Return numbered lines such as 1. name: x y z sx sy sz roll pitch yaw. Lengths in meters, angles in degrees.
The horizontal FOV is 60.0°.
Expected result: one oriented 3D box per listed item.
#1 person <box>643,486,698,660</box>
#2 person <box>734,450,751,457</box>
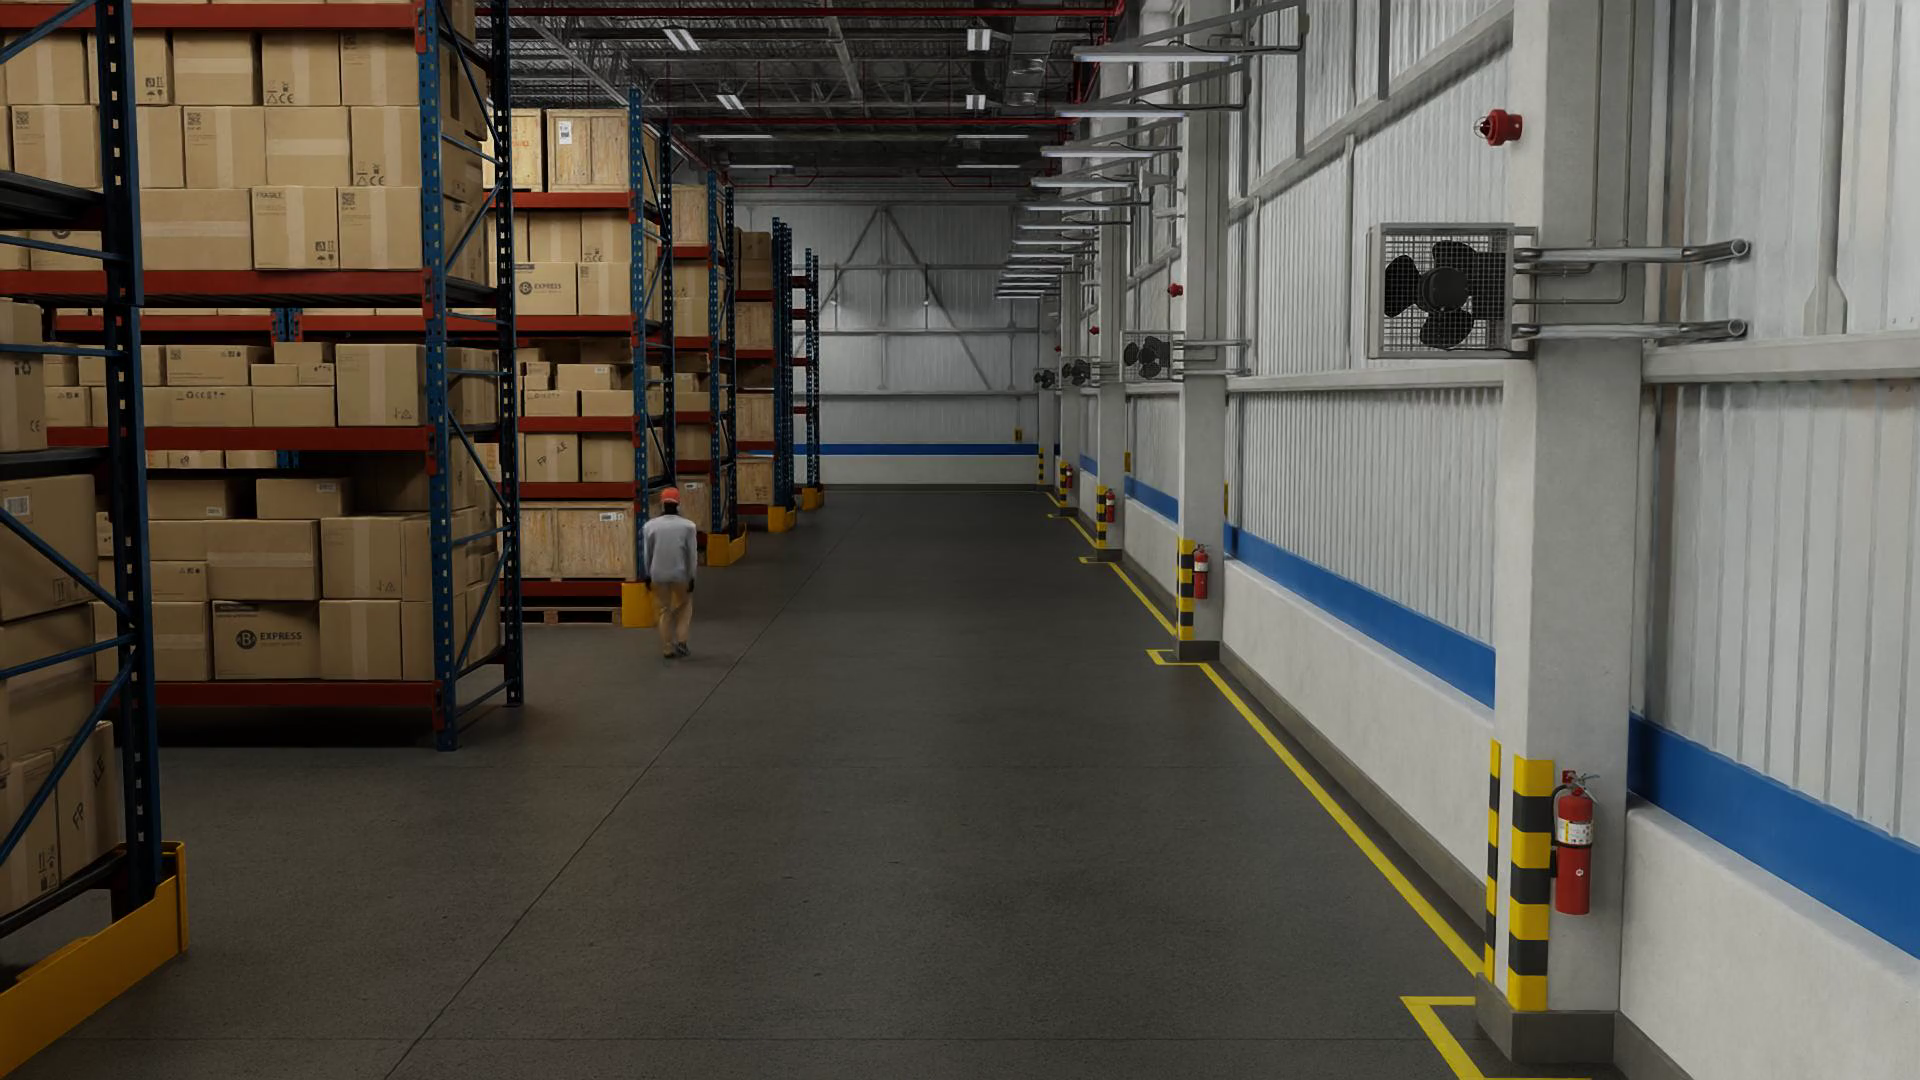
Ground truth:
1. person: -2.884 0.334 16.615 0.568 1.734 0.398 0 5 2
2. person: -4.941 -1.437 37.873 0.581 1.620 0.526 5 7 43
